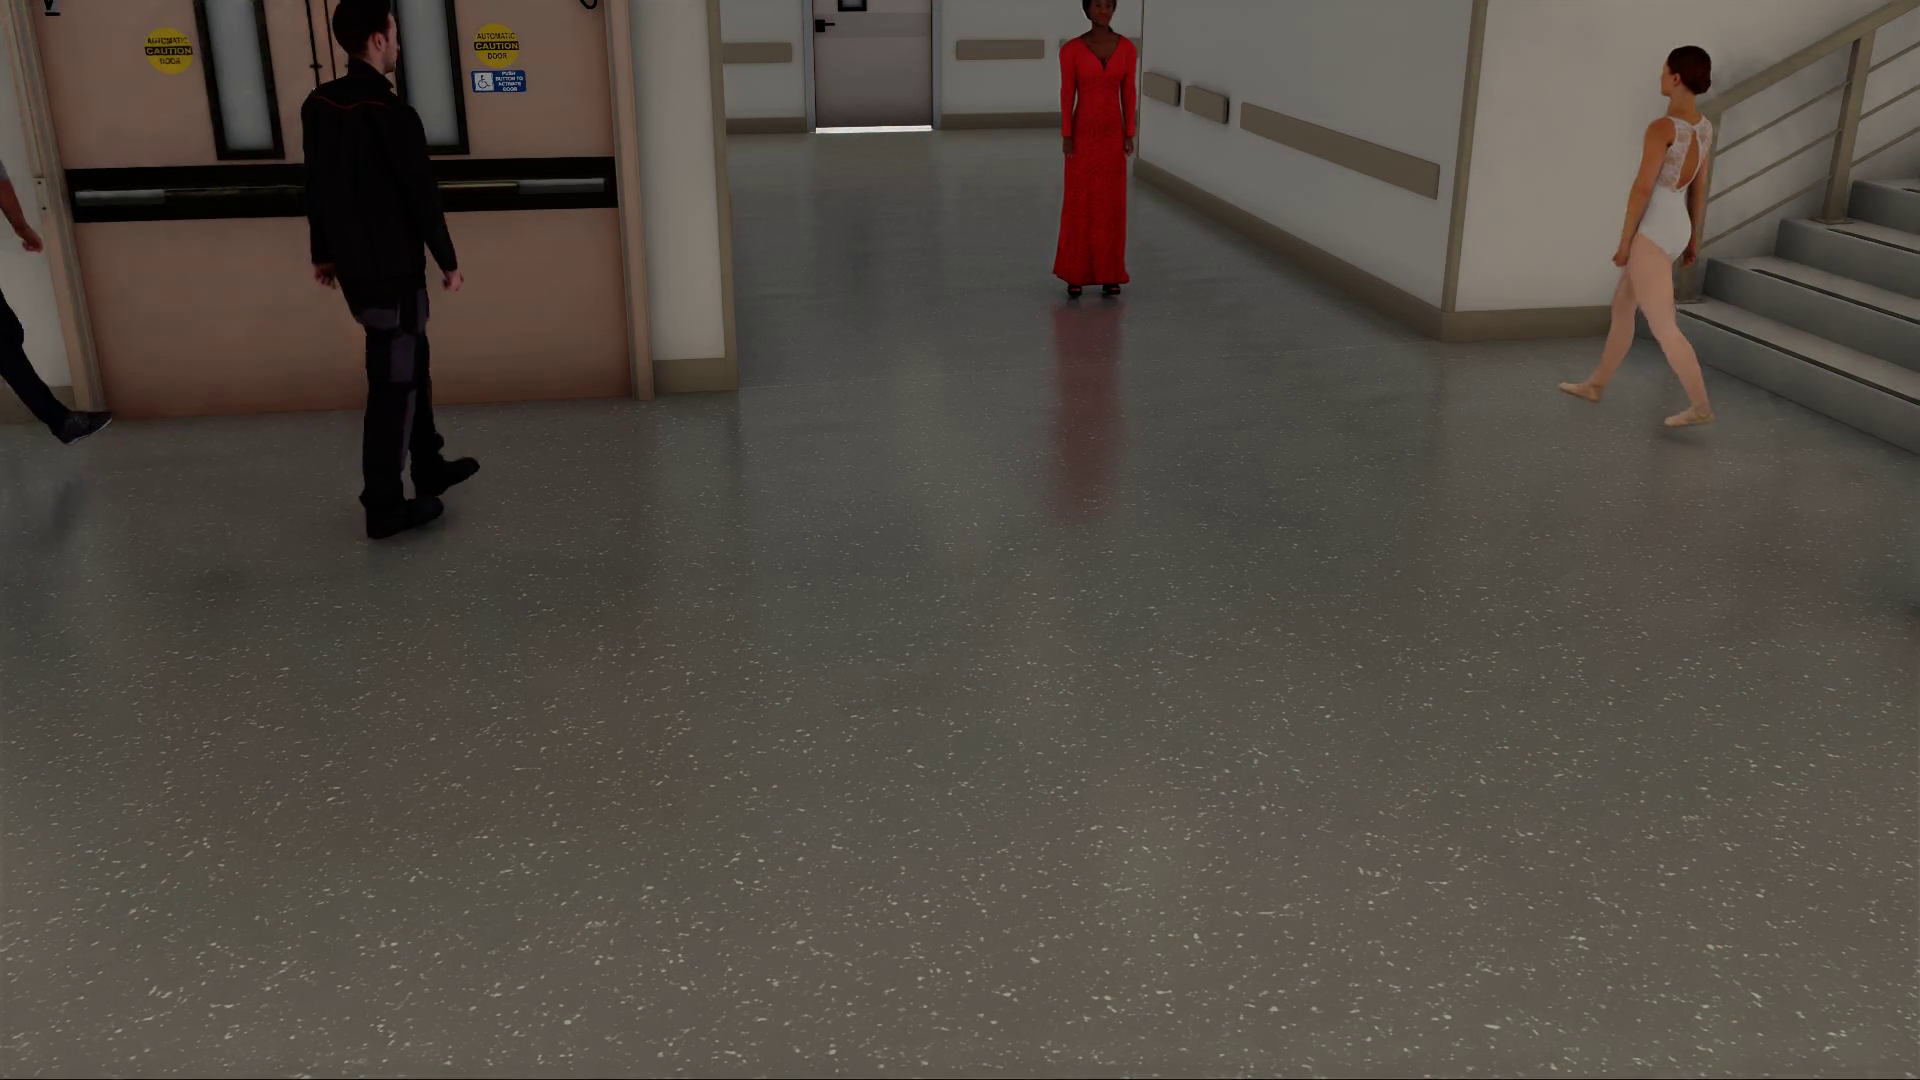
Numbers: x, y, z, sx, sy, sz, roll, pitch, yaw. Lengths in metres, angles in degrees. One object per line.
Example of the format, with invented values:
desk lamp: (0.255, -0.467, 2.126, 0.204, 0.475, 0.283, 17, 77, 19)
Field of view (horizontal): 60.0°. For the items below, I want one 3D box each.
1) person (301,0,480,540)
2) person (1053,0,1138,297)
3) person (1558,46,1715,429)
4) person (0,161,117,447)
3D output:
person: (-2.116, -0.920, 5.894, 0.985, 1.887, 1.046, 14, 25, 33)
person: (0.807, -2.320, 9.734, 0.539, 1.785, 0.675, -4, 21, -9)
person: (3.081, -1.255, 7.179, 1.052, 1.604, 0.934, -15, 25, -34)
person: (-4.204, -1.204, 6.795, 1.226, 1.781, 0.776, -1, 21, -3)
